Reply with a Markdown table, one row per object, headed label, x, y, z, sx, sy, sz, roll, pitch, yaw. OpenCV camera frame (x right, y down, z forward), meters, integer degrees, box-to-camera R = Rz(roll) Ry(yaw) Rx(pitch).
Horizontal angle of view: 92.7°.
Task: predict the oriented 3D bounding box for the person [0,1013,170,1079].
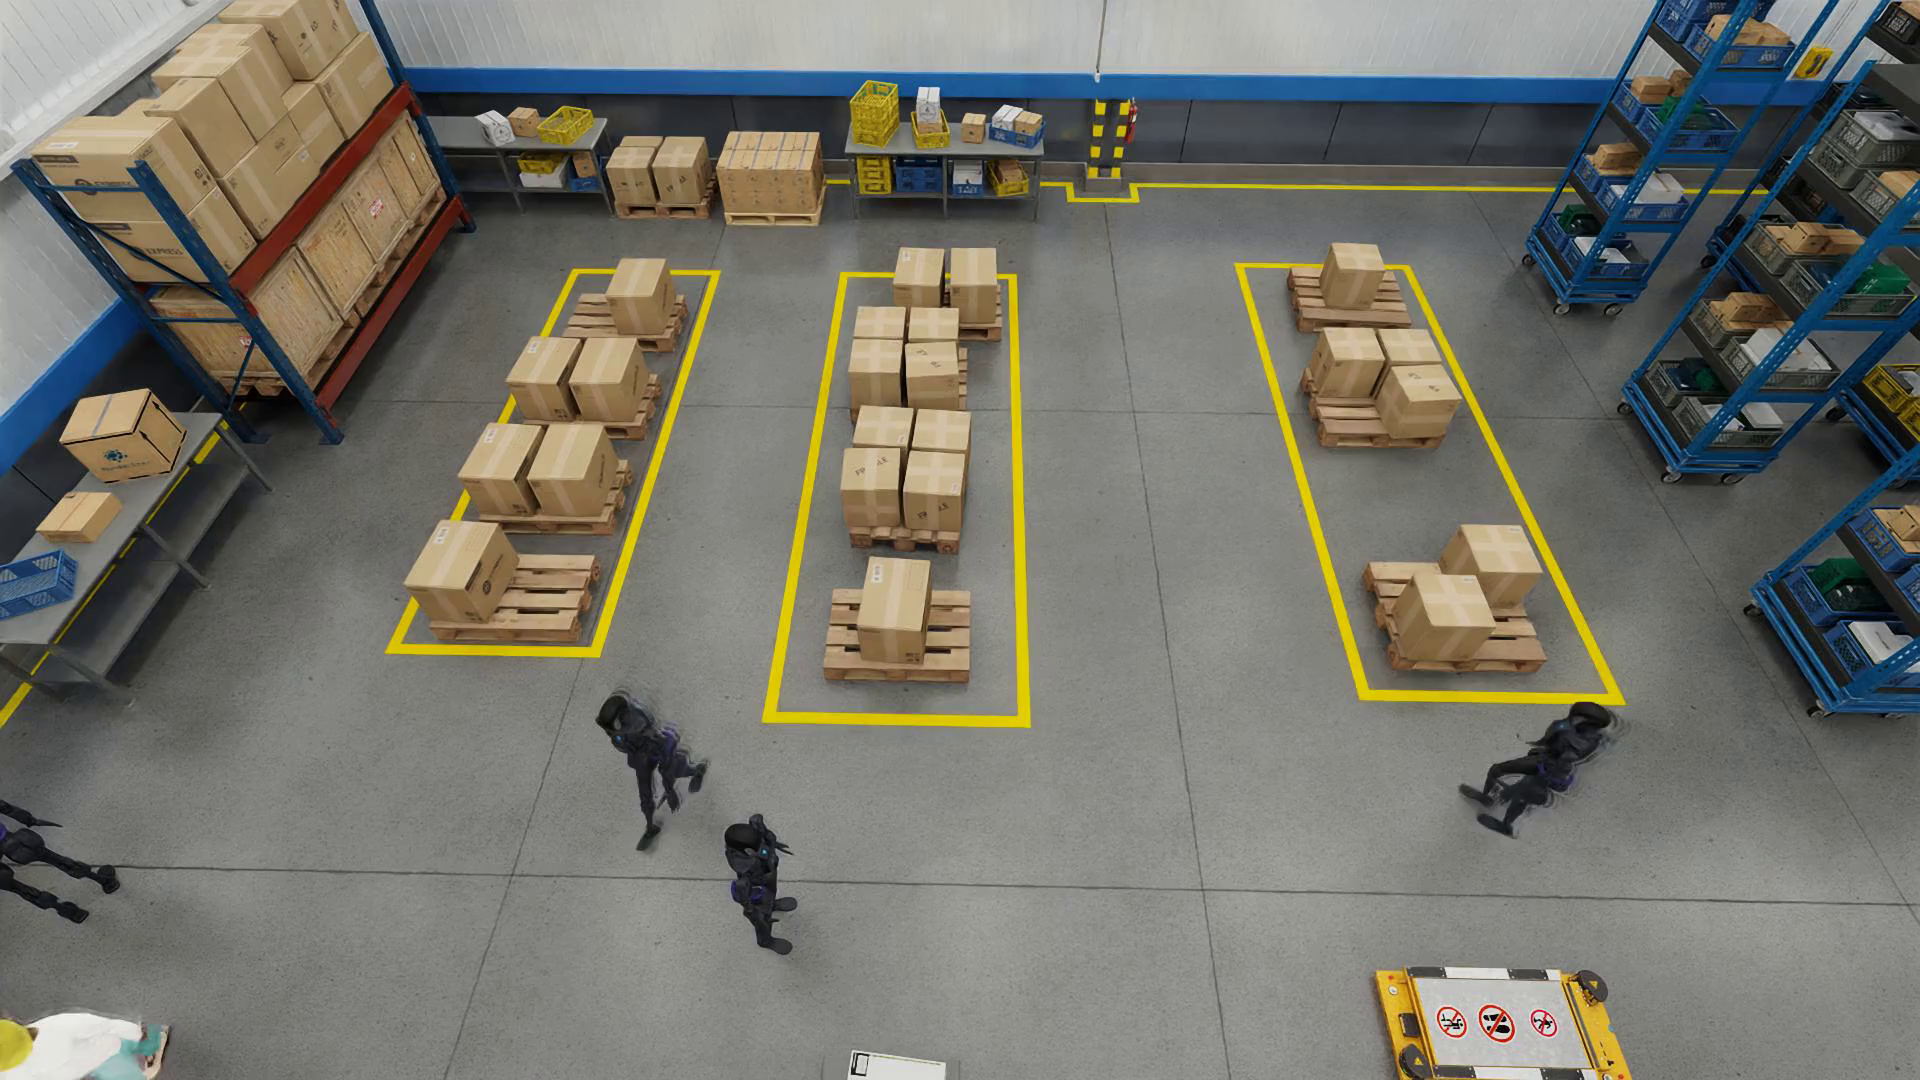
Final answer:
| label | x | y | z | sx | sy | sz | roll | pitch | yaw |
| --- | --- | --- | --- | --- | --- | --- | --- | --- | --- |
| person | -4.945 | 2.963 | 5.141 | 0.626 | 1.697 | 0.888 | -22 | 54 | -17 |

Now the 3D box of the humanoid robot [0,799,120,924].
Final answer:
| label | x | y | z | sx | sy | sz | roll | pitch | yaw |
| --- | --- | --- | --- | --- | --- | --- | --- | --- | --- |
| humanoid robot | -6.251 | 2.030 | 5.914 | 0.320 | 1.656 | 0.611 | 24 | 55 | 18 |

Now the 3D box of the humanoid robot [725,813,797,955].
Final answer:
| label | x | y | z | sx | sy | sz | roll | pitch | yaw |
| --- | --- | --- | --- | --- | --- | --- | --- | --- | --- |
| humanoid robot | -1.252 | 2.161 | 5.806 | 0.320 | 1.657 | 0.611 | 2 | 51 | 1 |

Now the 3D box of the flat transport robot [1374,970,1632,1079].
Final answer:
| label | x | y | z | sx | sy | sz | roll | pitch | yaw |
| --- | --- | --- | --- | --- | --- | --- | --- | --- | --- |
| flat transport robot | 3.501 | 3.133 | 5.914 | 1.431 | 0.197 | 0.652 | 1 | 51 | 1 |

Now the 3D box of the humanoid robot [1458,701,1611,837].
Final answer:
| label | x | y | z | sx | sy | sz | roll | pitch | yaw |
| --- | --- | --- | --- | --- | --- | --- | --- | --- | --- |
| humanoid robot | 3.942 | 1.548 | 6.319 | 0.544 | 1.646 | 0.629 | 25 | 55 | 19 |

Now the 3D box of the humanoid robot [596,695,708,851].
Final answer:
| label | x | y | z | sx | sy | sz | roll | pitch | yaw |
| --- | --- | --- | --- | --- | --- | --- | --- | --- | --- |
| humanoid robot | -2.138 | 1.533 | 6.359 | 0.571 | 1.625 | 0.785 | 10 | 52 | 8 |
